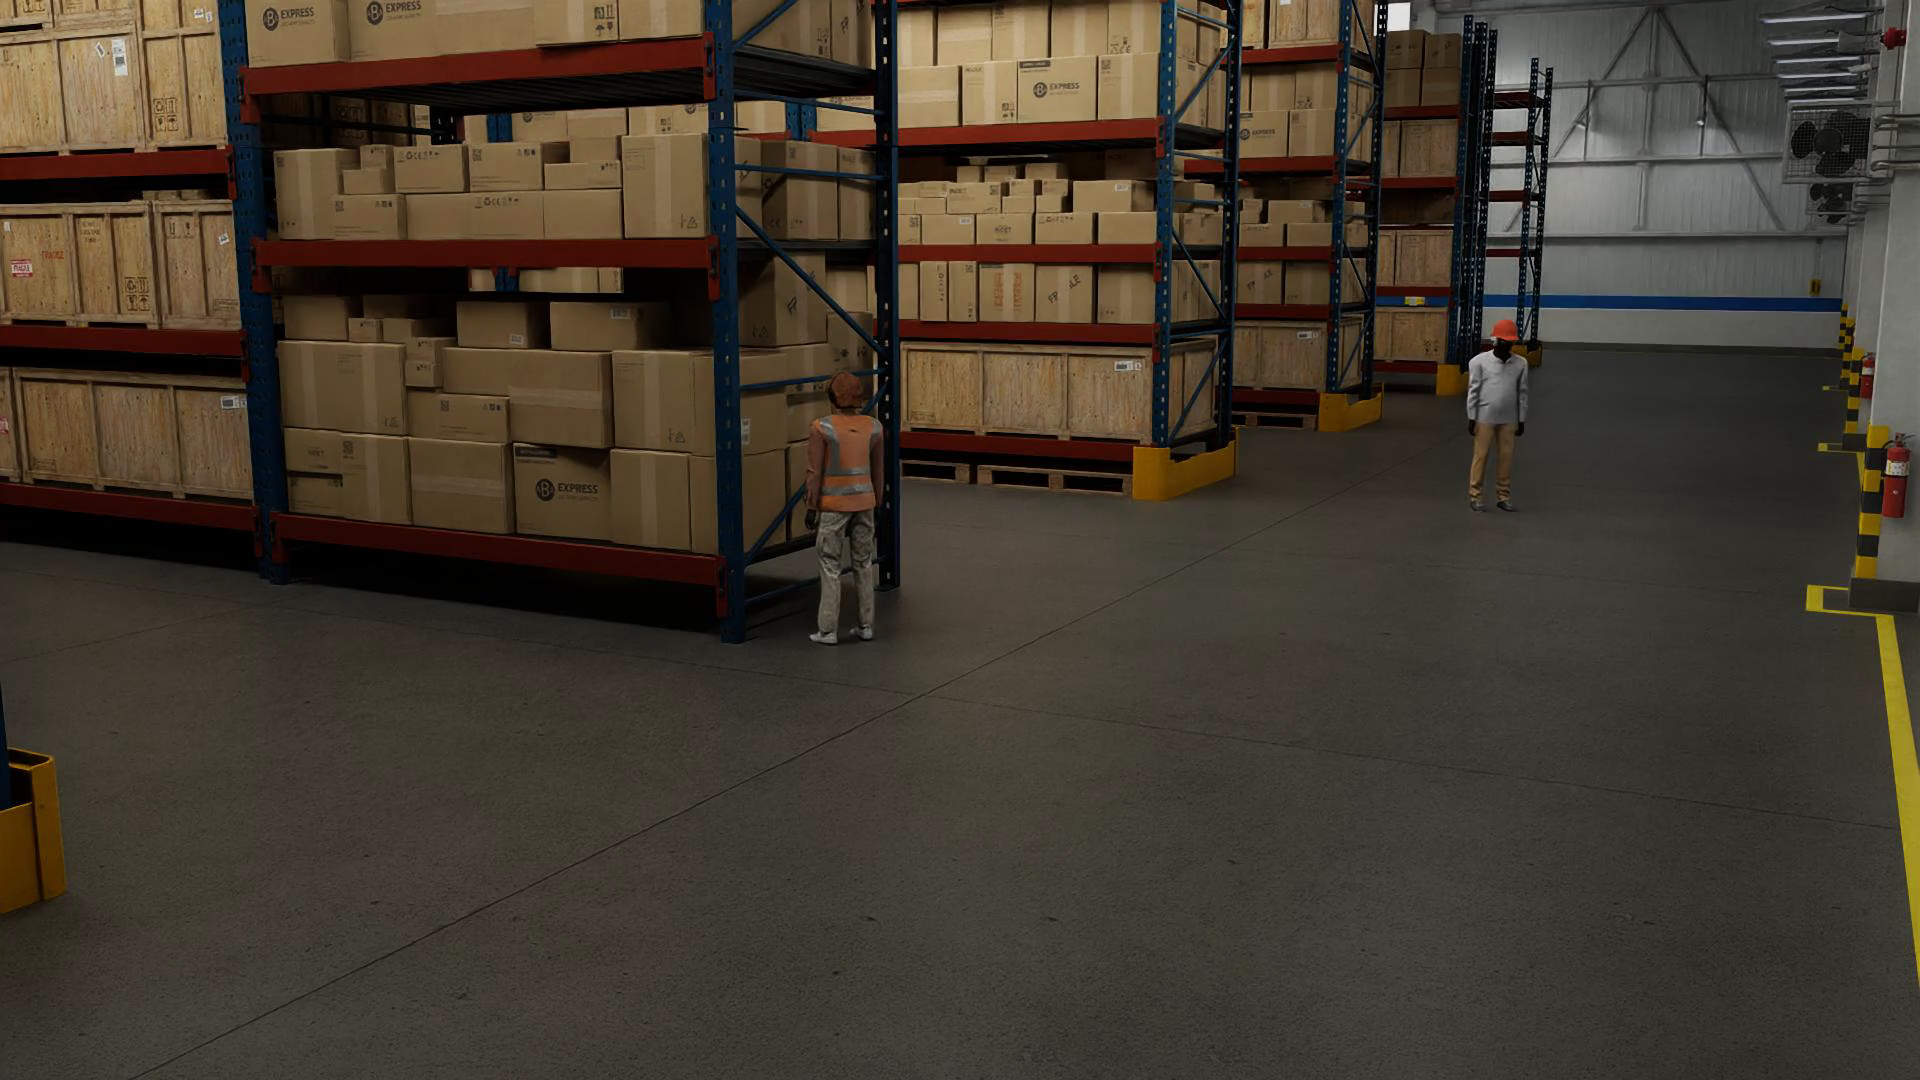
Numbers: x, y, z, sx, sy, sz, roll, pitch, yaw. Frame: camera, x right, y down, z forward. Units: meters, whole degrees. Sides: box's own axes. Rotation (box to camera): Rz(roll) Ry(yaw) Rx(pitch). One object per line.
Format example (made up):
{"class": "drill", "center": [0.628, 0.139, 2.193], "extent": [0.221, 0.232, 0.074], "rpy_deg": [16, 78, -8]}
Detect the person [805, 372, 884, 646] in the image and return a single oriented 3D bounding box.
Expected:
{"class": "person", "center": [-0.677, -0.184, 9.931], "extent": [0.524, 1.631, 0.317], "rpy_deg": [-7, 12, -34]}

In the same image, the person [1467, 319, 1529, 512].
{"class": "person", "center": [4.848, -1.115, 14.986], "extent": [0.567, 1.743, 0.362], "rpy_deg": [-1, 10, -5]}
